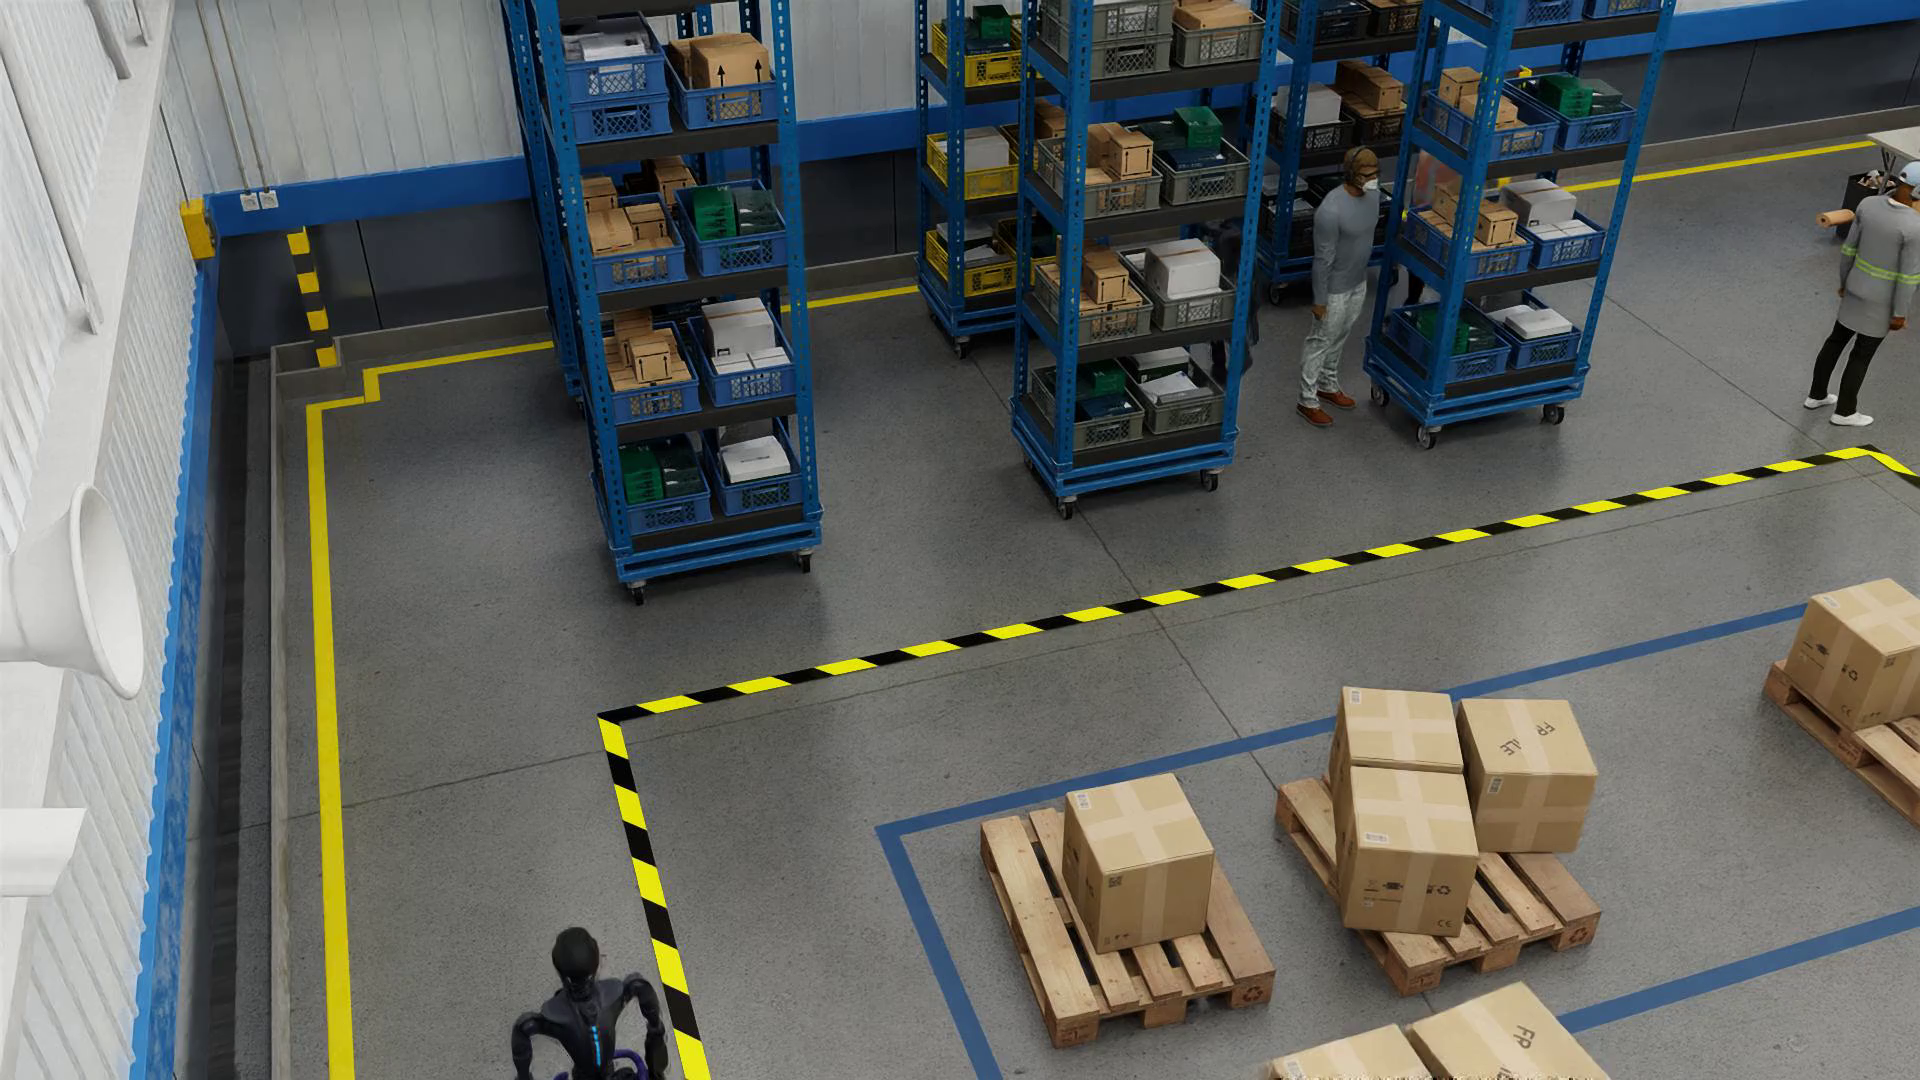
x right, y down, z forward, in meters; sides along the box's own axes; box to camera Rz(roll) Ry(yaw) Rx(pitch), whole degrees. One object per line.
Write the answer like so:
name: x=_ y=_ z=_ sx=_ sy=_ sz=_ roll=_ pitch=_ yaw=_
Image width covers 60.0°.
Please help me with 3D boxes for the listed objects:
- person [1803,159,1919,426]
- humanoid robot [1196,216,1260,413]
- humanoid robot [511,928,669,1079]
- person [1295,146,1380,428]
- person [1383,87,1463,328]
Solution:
person: x=6.056 y=-1.630 z=10.996 sx=0.397 sy=1.848 sz=0.587 roll=-10 pitch=37 yaw=-14
humanoid robot: x=1.733 y=-1.562 z=11.060 sx=0.419 sy=1.646 sz=0.597 roll=-27 pitch=43 yaw=-32
humanoid robot: x=-1.318 y=2.030 z=6.001 sx=0.594 sy=1.629 sz=0.781 roll=-18 pitch=39 yaw=-24
person: x=2.520 y=-1.683 z=10.994 sx=0.358 sy=1.937 sz=0.637 roll=27 pitch=43 yaw=33
person: x=3.502 y=-2.359 z=11.973 sx=0.738 sy=1.915 sz=0.683 roll=-2 pitch=35 yaw=-3
